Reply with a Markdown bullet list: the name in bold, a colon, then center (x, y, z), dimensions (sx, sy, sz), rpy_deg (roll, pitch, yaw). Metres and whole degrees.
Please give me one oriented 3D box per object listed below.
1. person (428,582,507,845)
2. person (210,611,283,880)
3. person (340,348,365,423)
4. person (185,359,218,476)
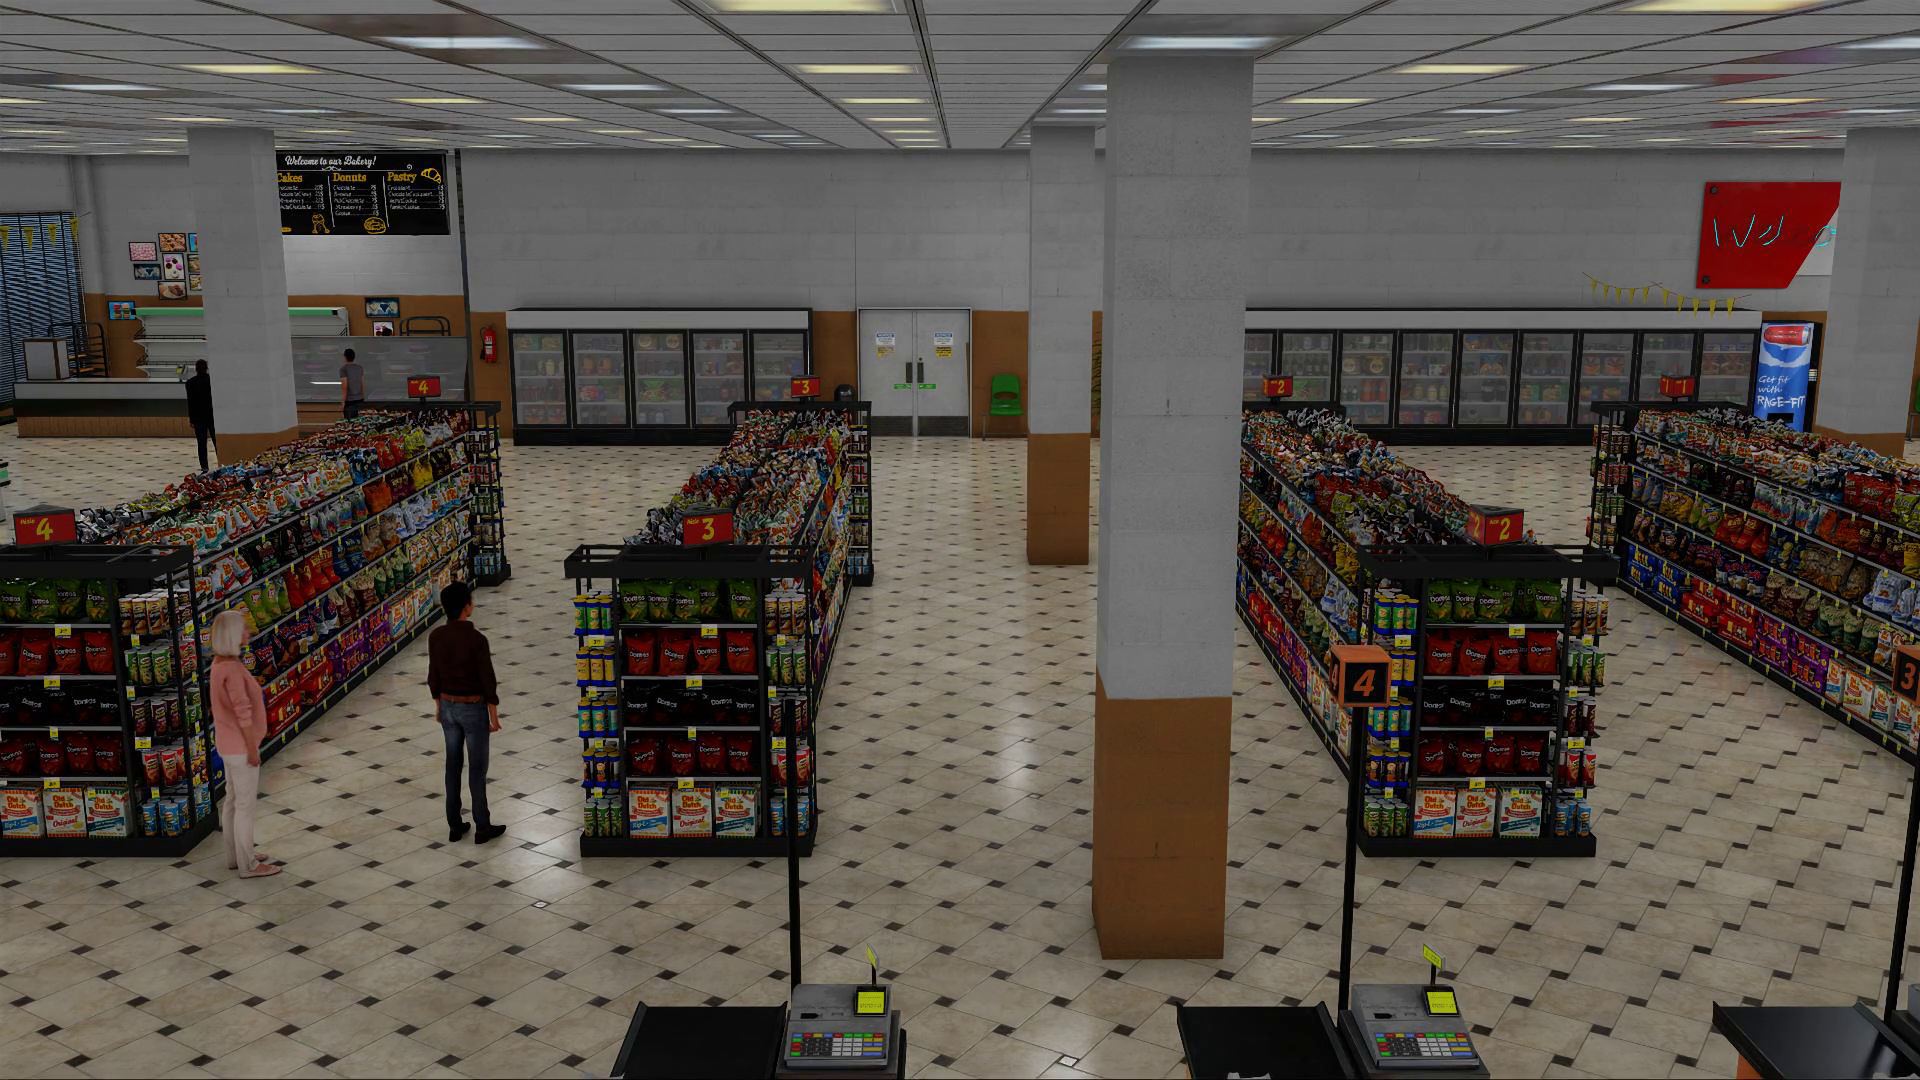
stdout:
- **person**: center (-3.316, 1.150, 11.109), dimensions (0.701, 1.782, 0.631), rpy_deg (4, 12, 17)
- **person**: center (-4.605, 1.287, 10.597), dimensions (0.741, 1.724, 0.649), rpy_deg (-9, 15, -35)
- **person**: center (-10.070, -2.309, 27.601), dimensions (0.757, 1.755, 0.640), rpy_deg (6, 13, 27)
- **person**: center (-11.410, -1.835, 25.196), dimensions (0.784, 1.818, 0.832), rpy_deg (-11, 16, -41)
